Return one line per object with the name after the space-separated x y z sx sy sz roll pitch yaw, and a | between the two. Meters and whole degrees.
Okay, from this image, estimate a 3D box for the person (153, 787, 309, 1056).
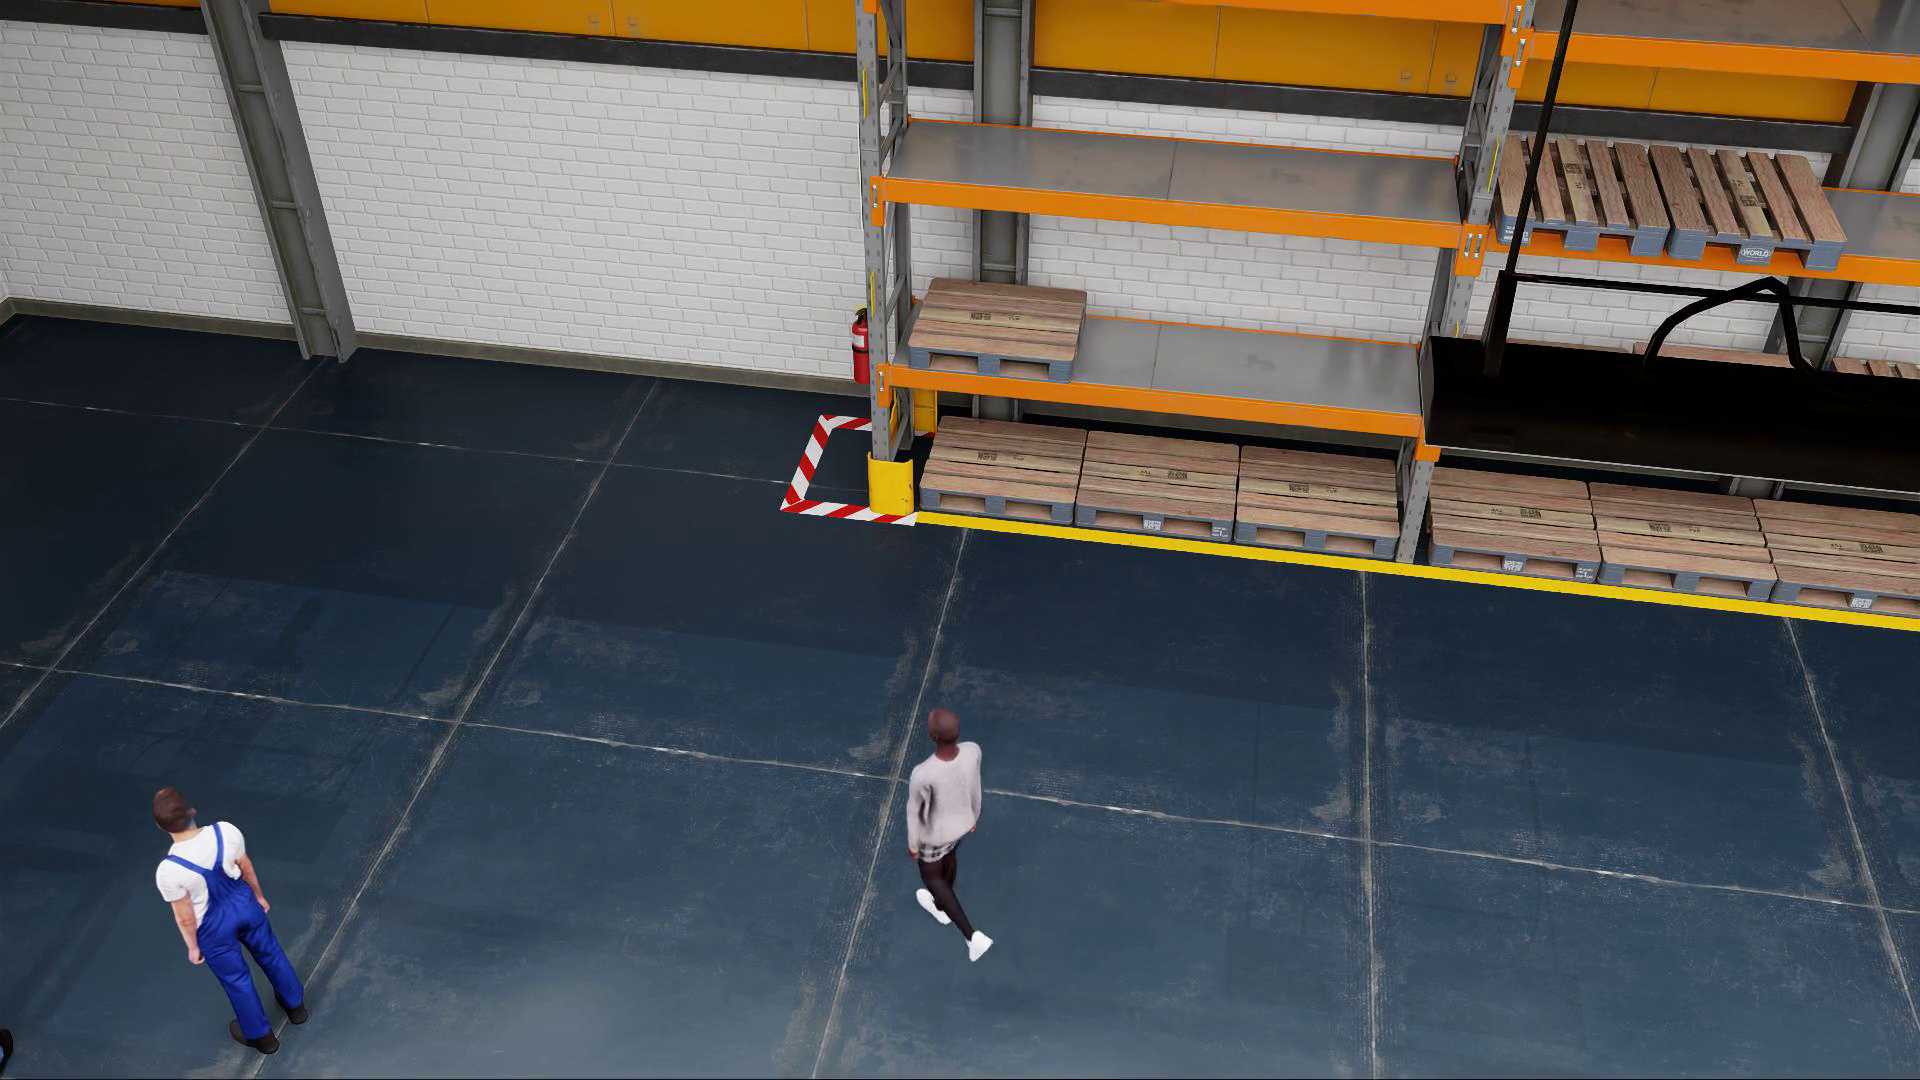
-3.846 1.990 8.708 0.710 1.848 0.714 24 44 27 | person

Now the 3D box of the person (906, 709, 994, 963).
-0.026 1.646 9.214 0.997 1.753 1.067 -24 44 -27 | person
